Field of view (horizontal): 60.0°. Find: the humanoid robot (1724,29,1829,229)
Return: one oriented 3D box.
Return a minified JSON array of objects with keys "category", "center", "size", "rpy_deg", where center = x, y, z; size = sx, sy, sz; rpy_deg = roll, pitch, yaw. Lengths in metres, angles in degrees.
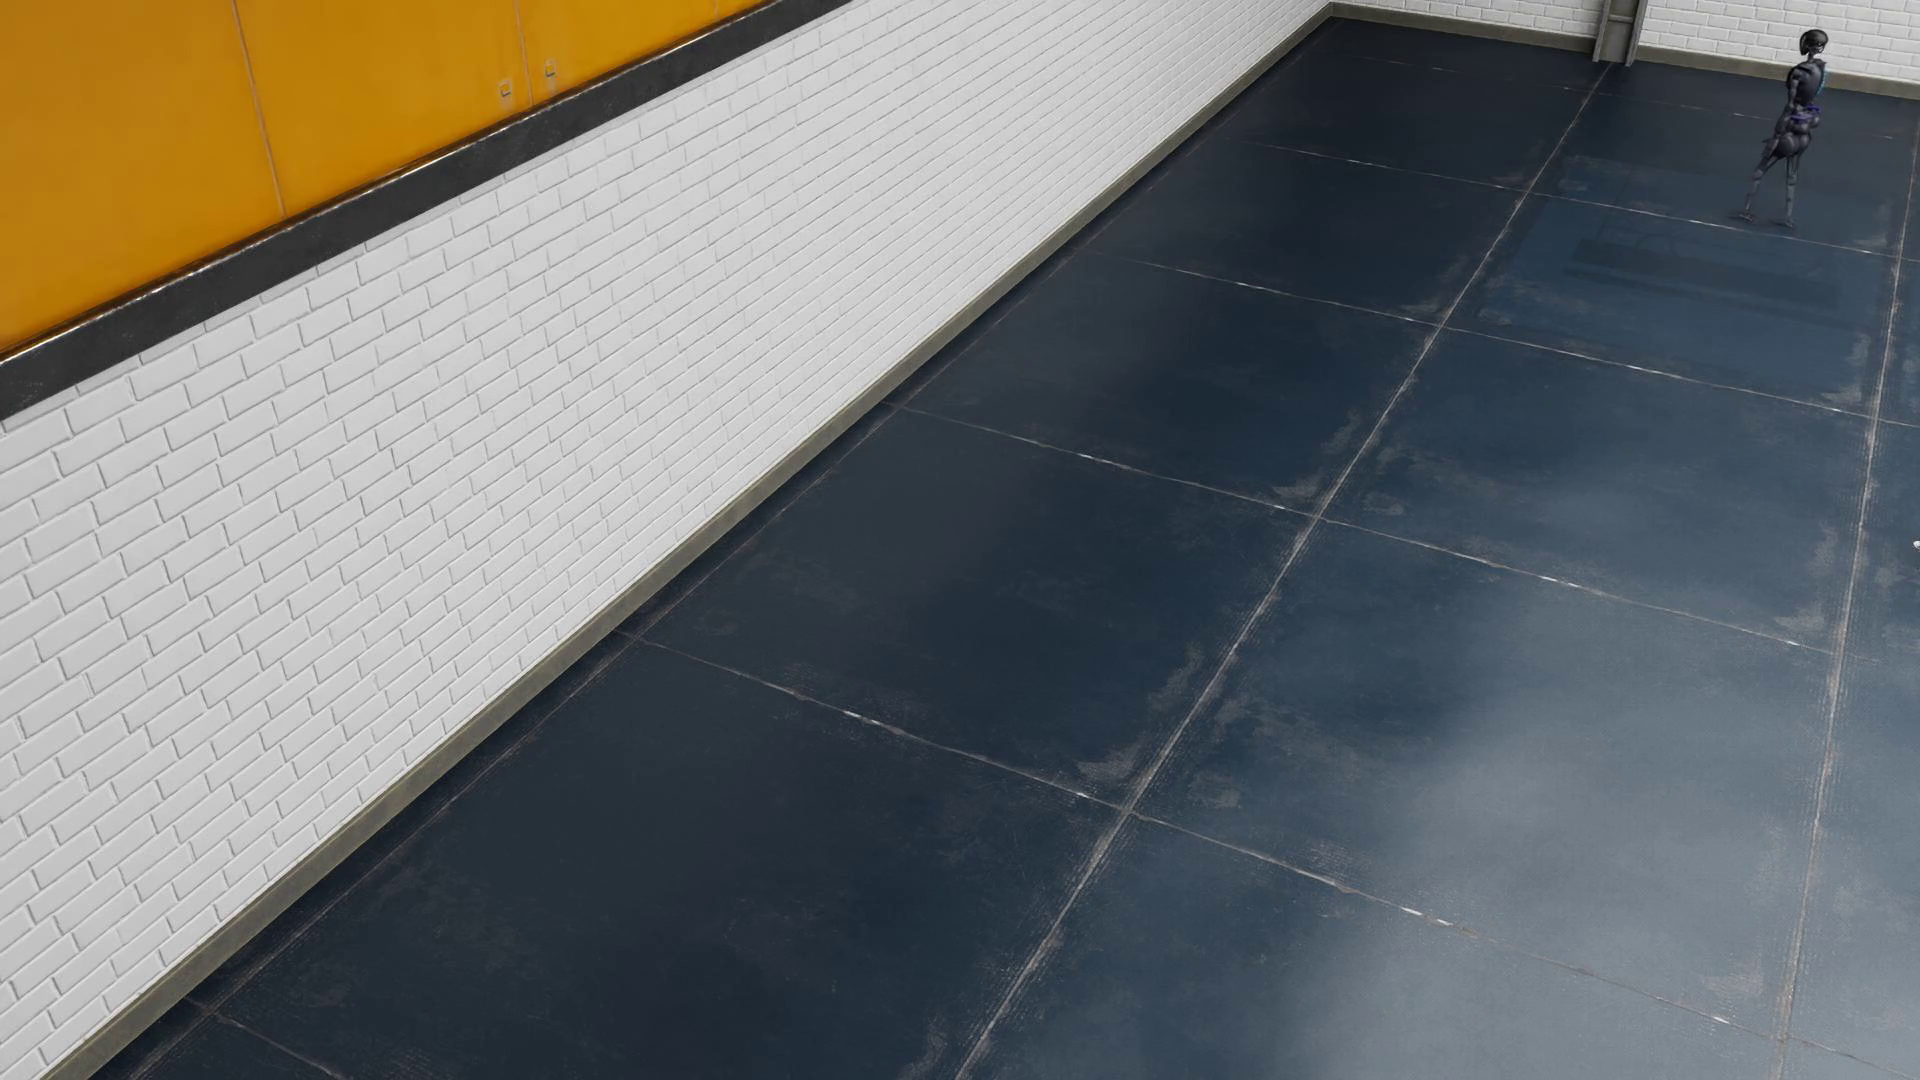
[{"category":"humanoid robot","center":[6.882,-3.420,13.812],"size":[0.601,1.639,0.557],"rpy_deg":[-28,43,-35]}]

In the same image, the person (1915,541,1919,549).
[{"category":"person","center":[5.892,-0.559,9.486],"size":[0.302,1.742,0.493],"rpy_deg":[8,35,12]}]
